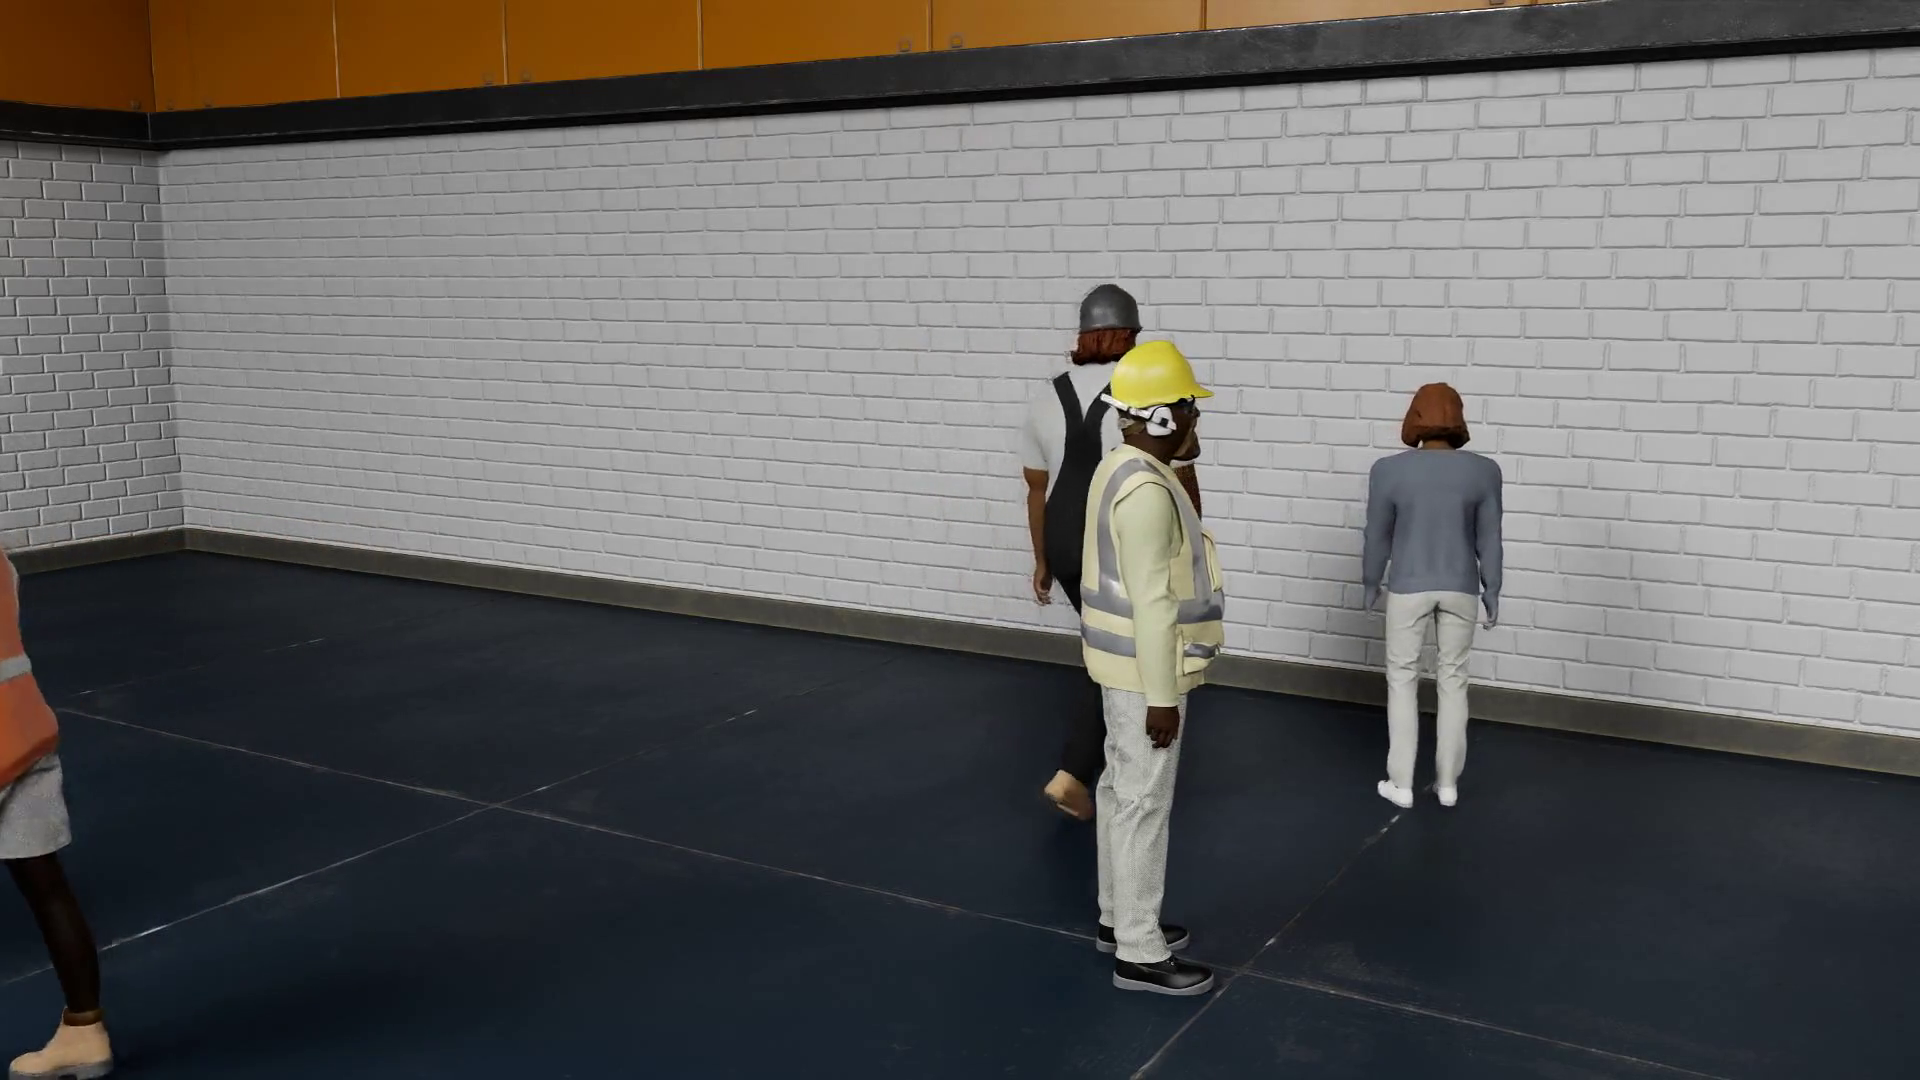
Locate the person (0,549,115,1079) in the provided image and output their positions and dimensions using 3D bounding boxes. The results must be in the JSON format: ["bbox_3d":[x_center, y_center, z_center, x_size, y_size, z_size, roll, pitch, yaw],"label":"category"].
[{"bbox_3d":[-2.506,0.551,4.075,0.813,1.640,0.540,0,9,0],"label":"person"}]

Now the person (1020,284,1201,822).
[{"bbox_3d":[0.542,0.005,6.291,0.690,2.000,0.980,7,11,37],"label":"person"}]

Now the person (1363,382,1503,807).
[{"bbox_3d":[1.797,0.209,6.347,0.509,1.621,0.327,1,9,4],"label":"person"}]

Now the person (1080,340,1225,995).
[{"bbox_3d":[0.547,0.355,4.740,0.404,1.837,0.592,0,9,-3],"label":"person"}]
